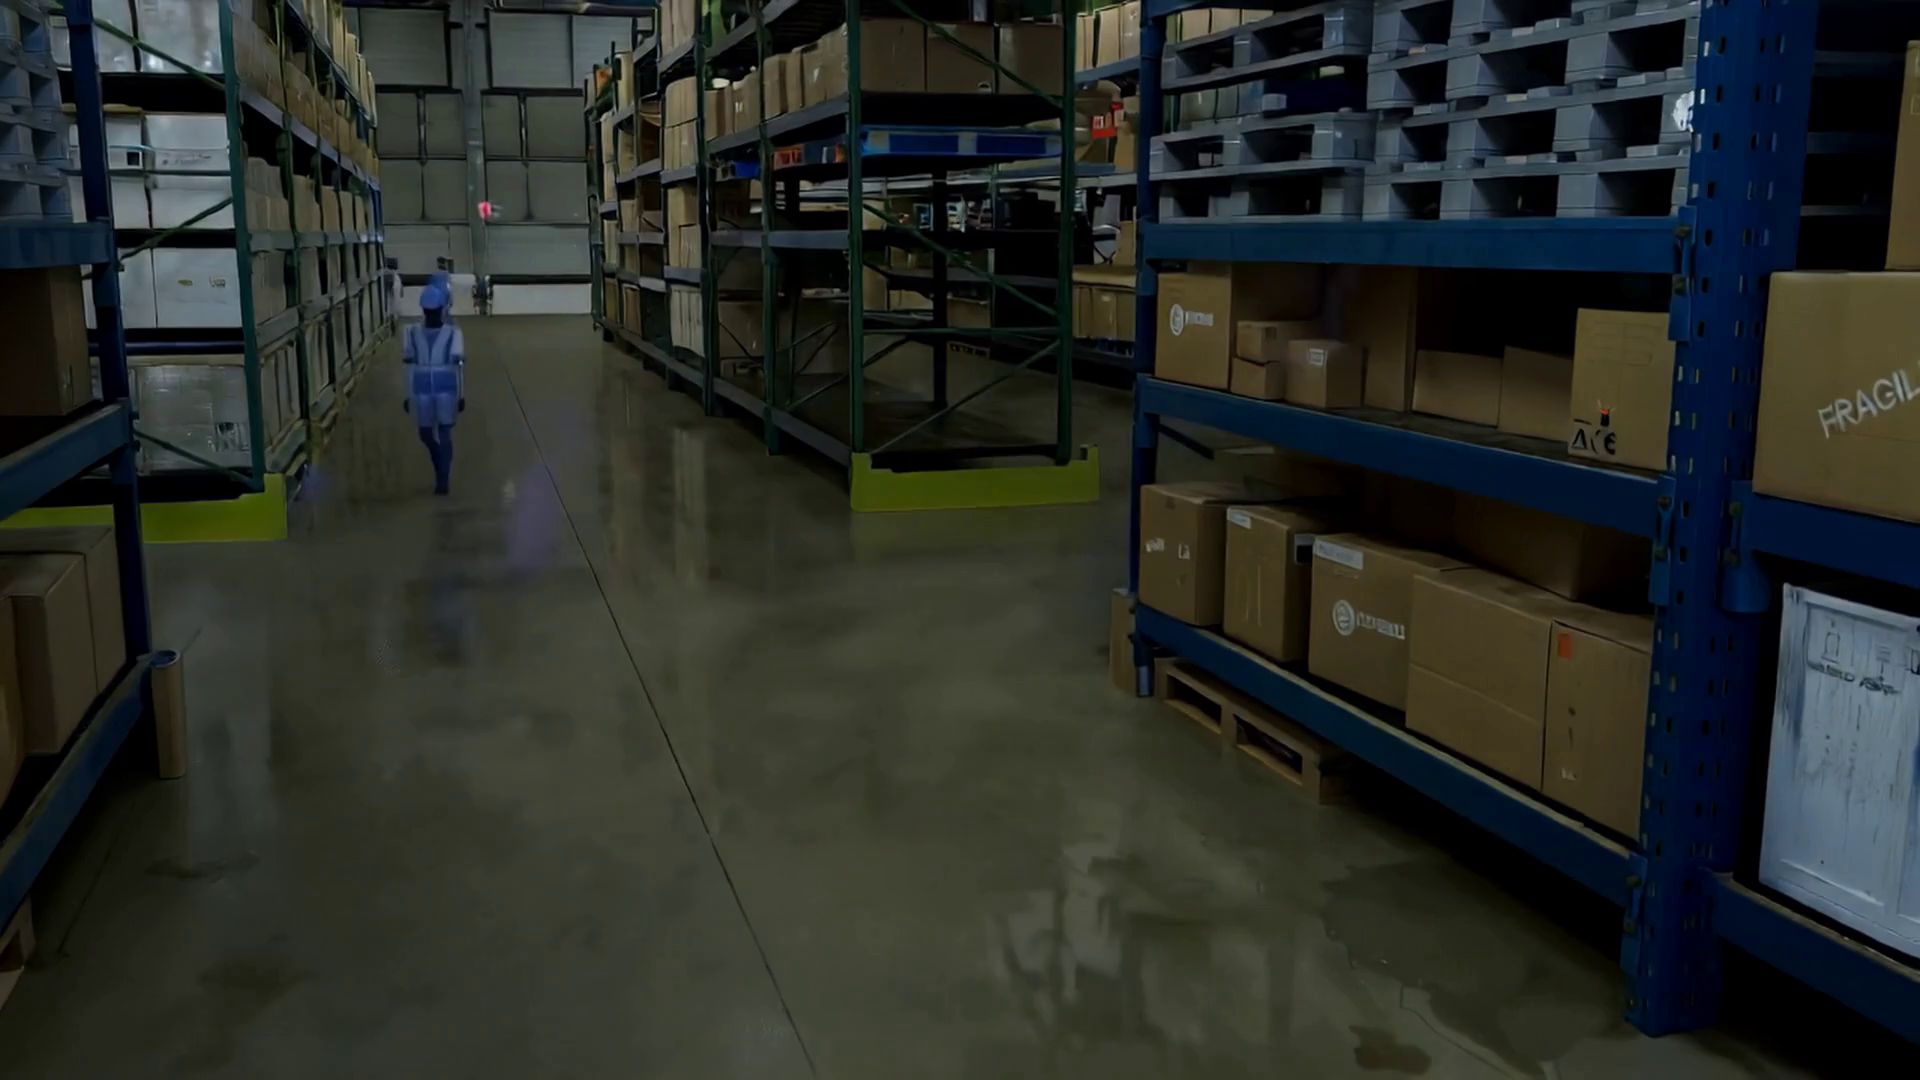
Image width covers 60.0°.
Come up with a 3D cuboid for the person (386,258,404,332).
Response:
[{"bbox_3d":[-14.010,-6.029,41.019,0.553,1.827,0.631,-2,10,-9],"label":"person"}]

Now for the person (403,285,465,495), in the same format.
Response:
[{"bbox_3d":[-4.847,-1.404,15.415,0.552,1.914,0.750,-1,10,-5],"label":"person"}]

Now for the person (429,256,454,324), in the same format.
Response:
[{"bbox_3d":[-12.137,-5.678,38.907,0.568,1.884,1.006,-6,12,-31],"label":"person"}]

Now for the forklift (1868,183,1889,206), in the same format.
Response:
[{"bbox_3d":[7.121,-1.594,13.807,1.873,2.768,1.129,-3,11,-16],"label":"forklift"}]

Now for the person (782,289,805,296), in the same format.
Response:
[{"bbox_3d":[-3.688,-5.186,36.730,0.493,1.707,0.859,0,10,-1],"label":"person"}]

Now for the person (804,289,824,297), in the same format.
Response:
[{"bbox_3d":[-3.627,-6.073,40.999,0.602,1.919,0.521,-2,11,-10],"label":"person"}]
